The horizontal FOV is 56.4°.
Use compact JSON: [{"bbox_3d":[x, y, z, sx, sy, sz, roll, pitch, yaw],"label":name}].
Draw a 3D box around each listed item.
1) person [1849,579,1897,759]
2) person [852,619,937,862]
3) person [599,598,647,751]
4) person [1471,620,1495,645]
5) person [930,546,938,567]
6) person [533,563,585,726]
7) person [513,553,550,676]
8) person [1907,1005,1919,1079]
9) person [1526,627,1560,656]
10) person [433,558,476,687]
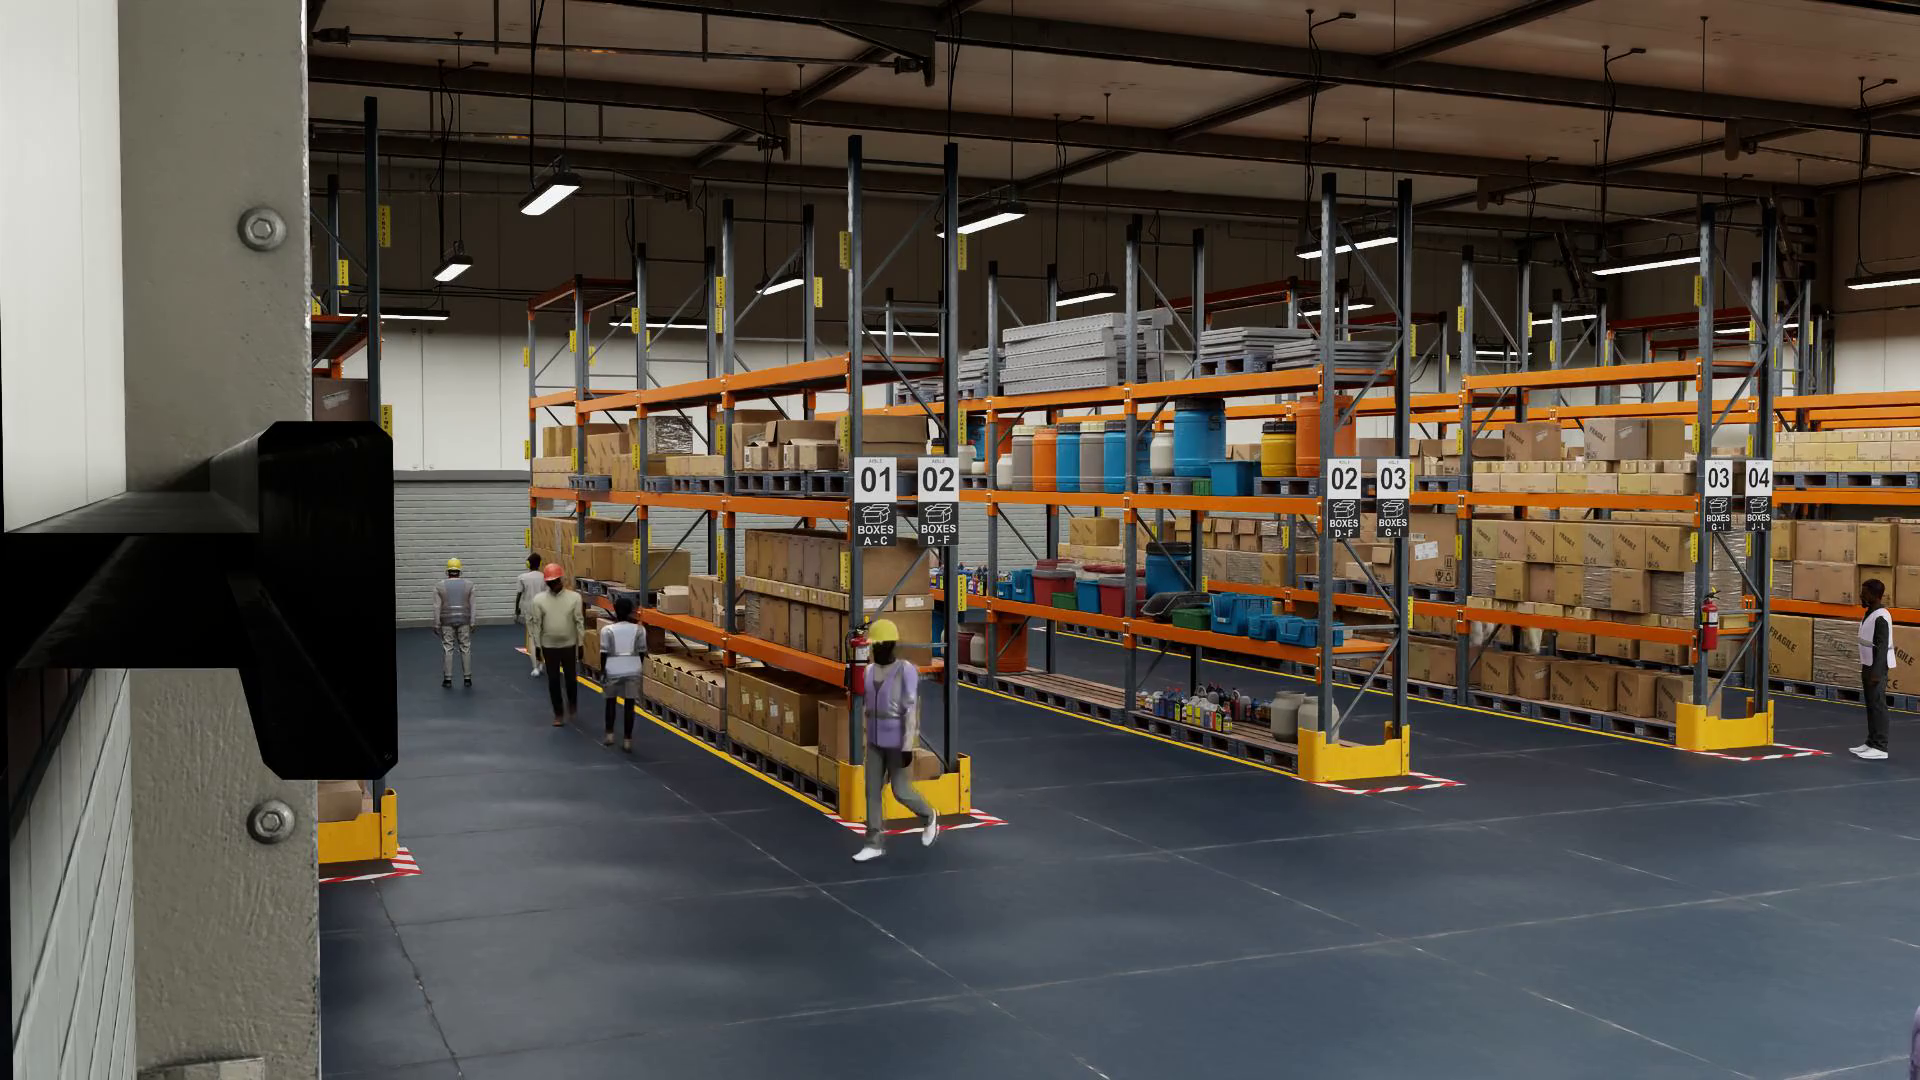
[{"bbox_3d":[9.830,1.375,19.253,0.392,1.920,0.593,1,2,15],"label":"person"},{"bbox_3d":[-0.532,1.572,14.263,0.593,1.909,0.755,2,3,40],"label":"person"},{"bbox_3d":[-3.725,1.475,19.790,0.536,1.672,0.602,-1,2,-18],"label":"person"},{"bbox_3d":[8.138,1.062,28.060,0.596,1.866,0.461,-1,2,-24],"label":"person"},{"bbox_3d":[-0.317,0.808,34.494,0.941,1.886,0.598,-1,2,-27],"label":"person"},{"bbox_3d":[-4.855,1.260,21.700,0.613,1.967,0.507,0,2,-8],"label":"person"},{"bbox_3d":[-6.475,1.116,27.079,0.520,1.837,0.840,-1,2,-25],"label":"person"},{"bbox_3d":[2.828,1.934,4.883,0.410,1.905,0.641,-1,2,-28],"label":"person"},{"bbox_3d":[8.126,1.191,25.120,0.515,1.843,0.725,-1,2,-19],"label":"person"},{"bbox_3d":[-7.225,1.173,25.615,0.591,1.834,0.404,-1,2,-21],"label":"person"}]
